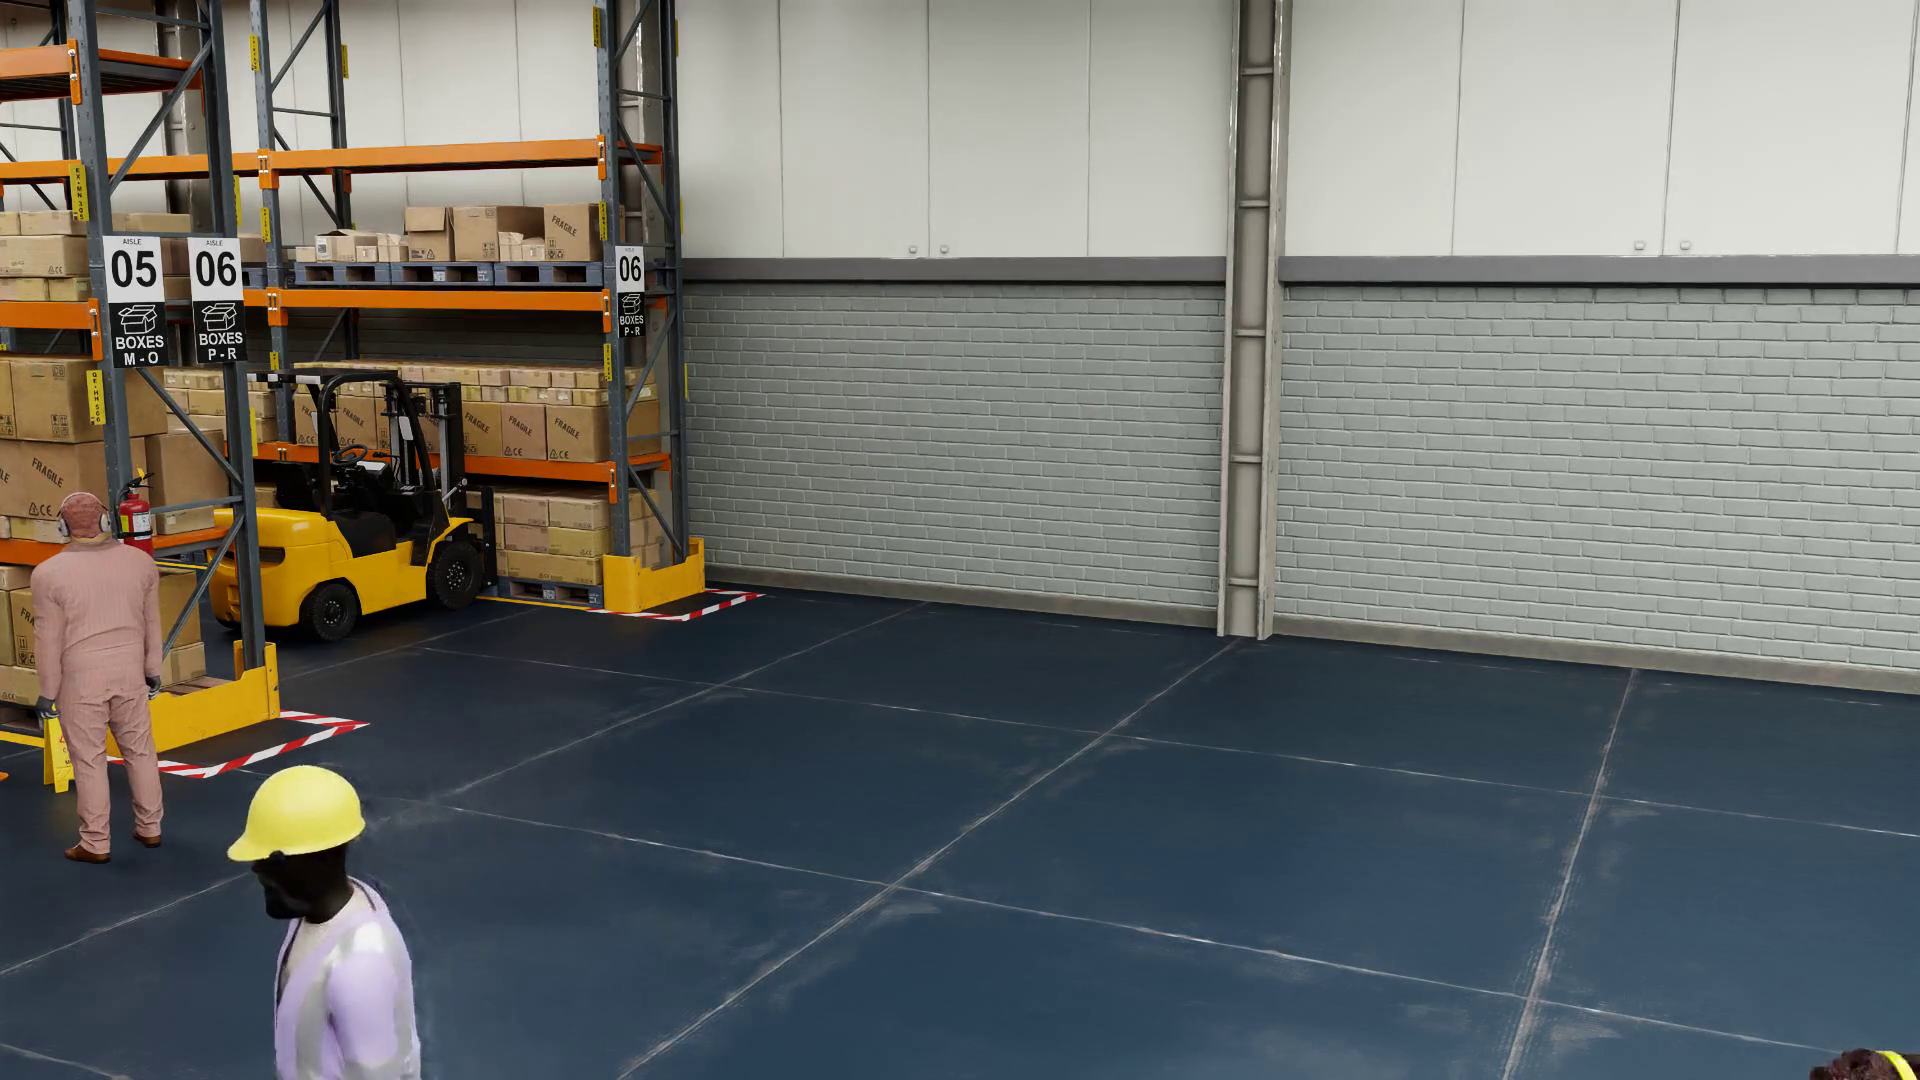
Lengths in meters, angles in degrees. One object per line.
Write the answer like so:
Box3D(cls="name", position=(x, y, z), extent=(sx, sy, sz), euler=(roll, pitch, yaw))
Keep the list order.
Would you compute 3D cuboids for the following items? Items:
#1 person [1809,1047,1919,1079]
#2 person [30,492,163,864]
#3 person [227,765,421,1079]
Box3D(cls="person", position=(1.525, 1.695, 2.641), extent=(0.834, 1.846, 0.524), euler=(0, 9, 0))
Box3D(cls="person", position=(-4.435, 0.700, 8.552), extent=(0.401, 1.904, 0.648), euler=(7, 11, 35))
Box3D(cls="person", position=(-1.383, 1.442, 4.005), extent=(0.753, 1.910, 0.598), euler=(-5, 10, -28))
